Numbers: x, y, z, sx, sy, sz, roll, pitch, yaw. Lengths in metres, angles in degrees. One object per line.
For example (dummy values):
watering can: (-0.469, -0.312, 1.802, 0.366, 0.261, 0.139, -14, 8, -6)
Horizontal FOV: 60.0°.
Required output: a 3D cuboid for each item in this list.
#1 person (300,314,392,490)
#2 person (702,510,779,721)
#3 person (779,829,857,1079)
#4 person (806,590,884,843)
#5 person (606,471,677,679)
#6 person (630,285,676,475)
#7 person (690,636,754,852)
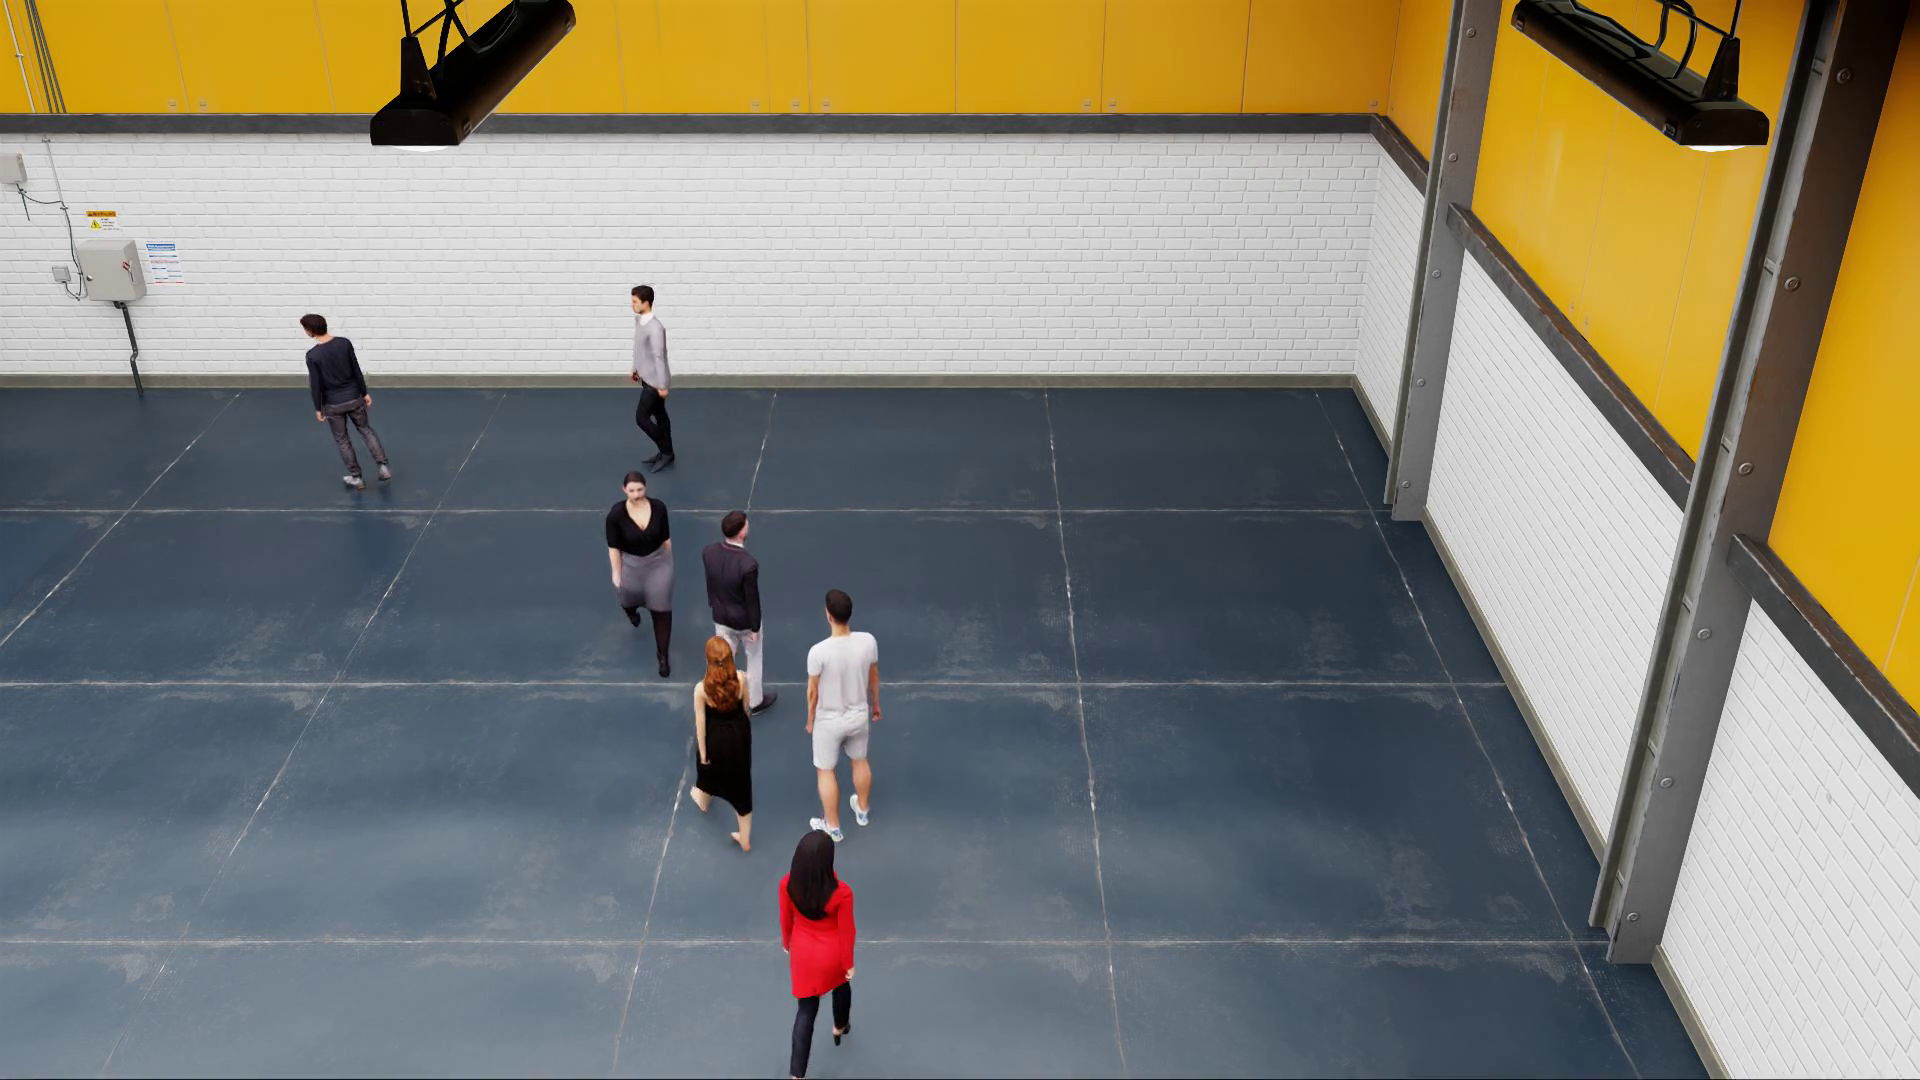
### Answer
person: (-5.883, -1.319, 15.964, 0.923, 1.839, 0.983, -16, 33, -27)
person: (-1.730, 0.635, 12.402, 0.995, 1.818, 1.186, 16, 32, 26)
person: (-0.810, 2.391, 9.290, 0.789, 1.716, 1.121, 7, 29, 12)
person: (-0.795, 1.201, 11.344, 0.841, 1.839, 0.843, -16, 32, -27)
person: (-2.555, 0.206, 13.280, 0.916, 1.731, 1.193, -10, 30, -17)
person: (-2.946, -1.626, 16.449, 0.907, 1.913, 0.744, -11, 30, -19)
person: (-1.535, 1.409, 11.216, 0.855, 1.595, 1.062, -14, 31, -23)
